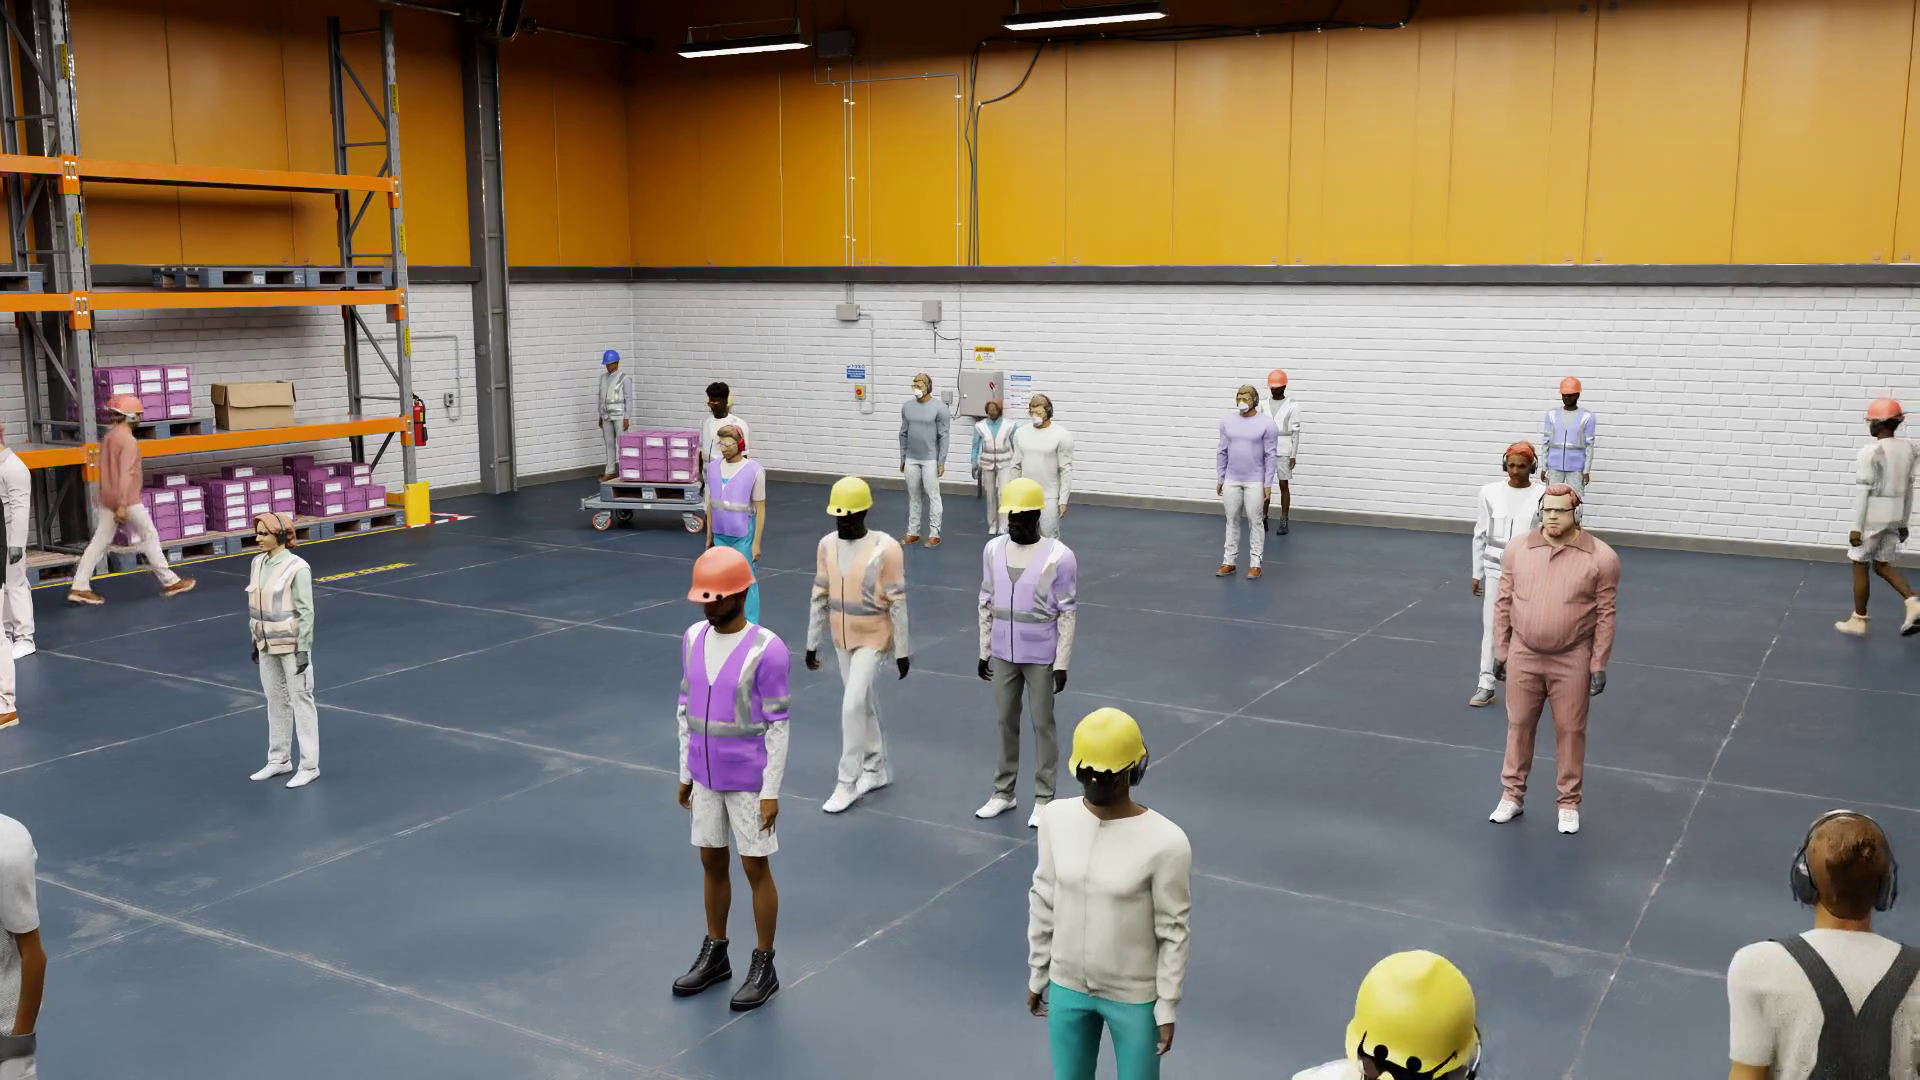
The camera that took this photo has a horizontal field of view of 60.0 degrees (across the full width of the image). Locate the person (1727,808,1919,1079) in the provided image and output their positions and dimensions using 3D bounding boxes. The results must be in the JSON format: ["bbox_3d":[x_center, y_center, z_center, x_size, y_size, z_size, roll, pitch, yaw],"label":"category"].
[{"bbox_3d":[2.066,1.514,3.955,0.545,1.789,0.996,2,9,12],"label":"person"}]

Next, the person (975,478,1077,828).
[{"bbox_3d":[0.352,0.612,9.154,0.586,1.928,0.365,5,11,30],"label":"person"}]

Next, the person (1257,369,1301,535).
[{"bbox_3d":[3.673,-1.026,19.362,0.543,1.933,0.363,5,11,30],"label":"person"}]

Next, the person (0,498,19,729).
[{"bbox_3d":[-6.555,0.279,11.037,0.609,1.991,0.384,5,11,30],"label":"person"}]

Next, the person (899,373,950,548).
[{"bbox_3d":[-0.408,-0.882,18.447,0.630,1.940,0.373,5,11,30],"label":"person"}]

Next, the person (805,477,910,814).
[{"bbox_3d":[-0.648,0.585,9.419,0.626,1.887,0.804,7,12,39],"label":"person"}]

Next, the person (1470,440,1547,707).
[{"bbox_3d":[3.842,0.248,11.559,0.574,1.886,0.356,5,11,30],"label":"person"}]

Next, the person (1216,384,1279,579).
[{"bbox_3d":[2.841,-0.581,16.566,0.630,1.940,0.373,5,11,30],"label":"person"}]

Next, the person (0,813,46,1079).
[{"bbox_3d":[-2.737,1.368,4.616,0.508,1.872,0.329,5,11,30],"label":"person"}]

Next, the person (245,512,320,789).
[{"bbox_3d":[-4.016,0.642,9.860,0.511,1.641,0.308,5,11,30],"label":"person"}]

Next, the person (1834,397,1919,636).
[{"bbox_3d":[7.642,-0.165,13.730,0.609,2.026,0.678,-3,10,-21],"label":"person"}]

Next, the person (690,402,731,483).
[{"bbox_3d":[-2.653,-0.739,18.224,0.542,1.728,0.896,3,10,21],"label":"person"}]

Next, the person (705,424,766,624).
[{"bbox_3d":[-1.796,-0.014,13.332,0.565,1.840,0.390,5,11,30],"label":"person"}]

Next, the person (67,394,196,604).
[{"bbox_3d":[-7.763,-0.378,15.361,0.633,1.923,1.129,7,11,37],"label":"person"}]

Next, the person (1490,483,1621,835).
[{"bbox_3d":[3.216,0.637,9.064,0.641,1.909,0.409,5,11,30],"label":"person"}]

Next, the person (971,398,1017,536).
[{"bbox_3d":[0.401,-0.814,19.057,0.547,1.594,0.820,1,9,9],"label":"person"}]

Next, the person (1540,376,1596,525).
[{"bbox_3d":[6.520,-0.792,17.886,0.543,1.939,0.356,5,11,30],"label":"person"}]

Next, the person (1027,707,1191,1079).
[{"bbox_3d":[0.432,1.358,5.016,0.522,1.765,0.317,5,11,30],"label":"person"}]

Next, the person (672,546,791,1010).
[{"bbox_3d":[-0.960,0.973,6.883,0.543,1.933,0.363,5,11,30],"label":"person"}]

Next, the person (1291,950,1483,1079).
[{"bbox_3d":[0.781,1.640,3.164,0.629,1.786,0.880,8,12,42],"label":"person"}]

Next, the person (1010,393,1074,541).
[{"bbox_3d":[0.741,-0.386,15.354,0.630,1.938,0.373,5,11,30],"label":"person"}]

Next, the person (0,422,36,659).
[{"bbox_3d":[-7.592,-0.011,13.106,0.641,1.909,0.409,5,11,30],"label":"person"}]

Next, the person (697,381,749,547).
[{"bbox_3d":[-2.393,-0.610,16.670,0.603,1.963,0.368,5,11,30],"label":"person"}]

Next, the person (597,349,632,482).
[{"bbox_3d":[-5.002,-1.784,24.062,0.602,1.943,0.393,5,11,30],"label":"person"}]
